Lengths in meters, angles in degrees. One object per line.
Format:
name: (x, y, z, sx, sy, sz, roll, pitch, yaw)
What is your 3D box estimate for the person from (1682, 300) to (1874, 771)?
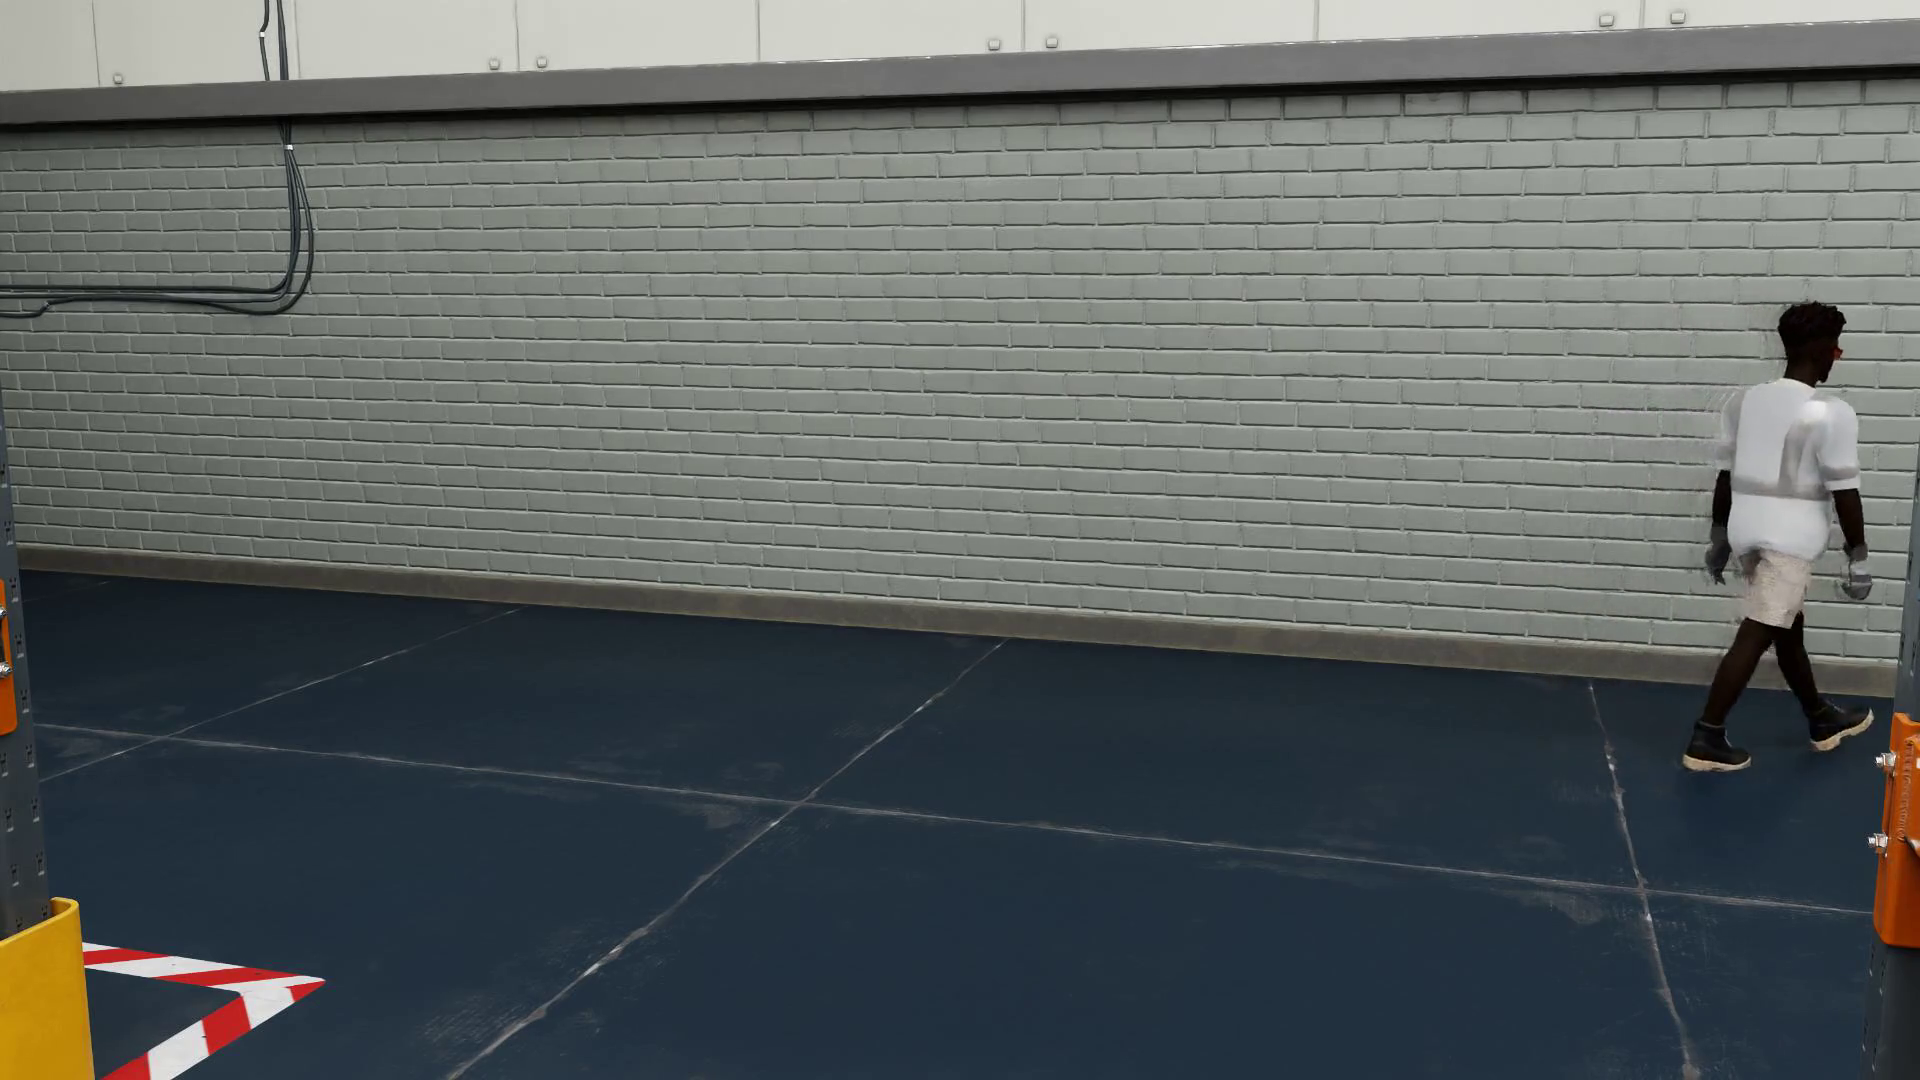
person: (3.412, -0.007, 6.761, 1.018, 1.904, 0.621, -3, 10, -16)
